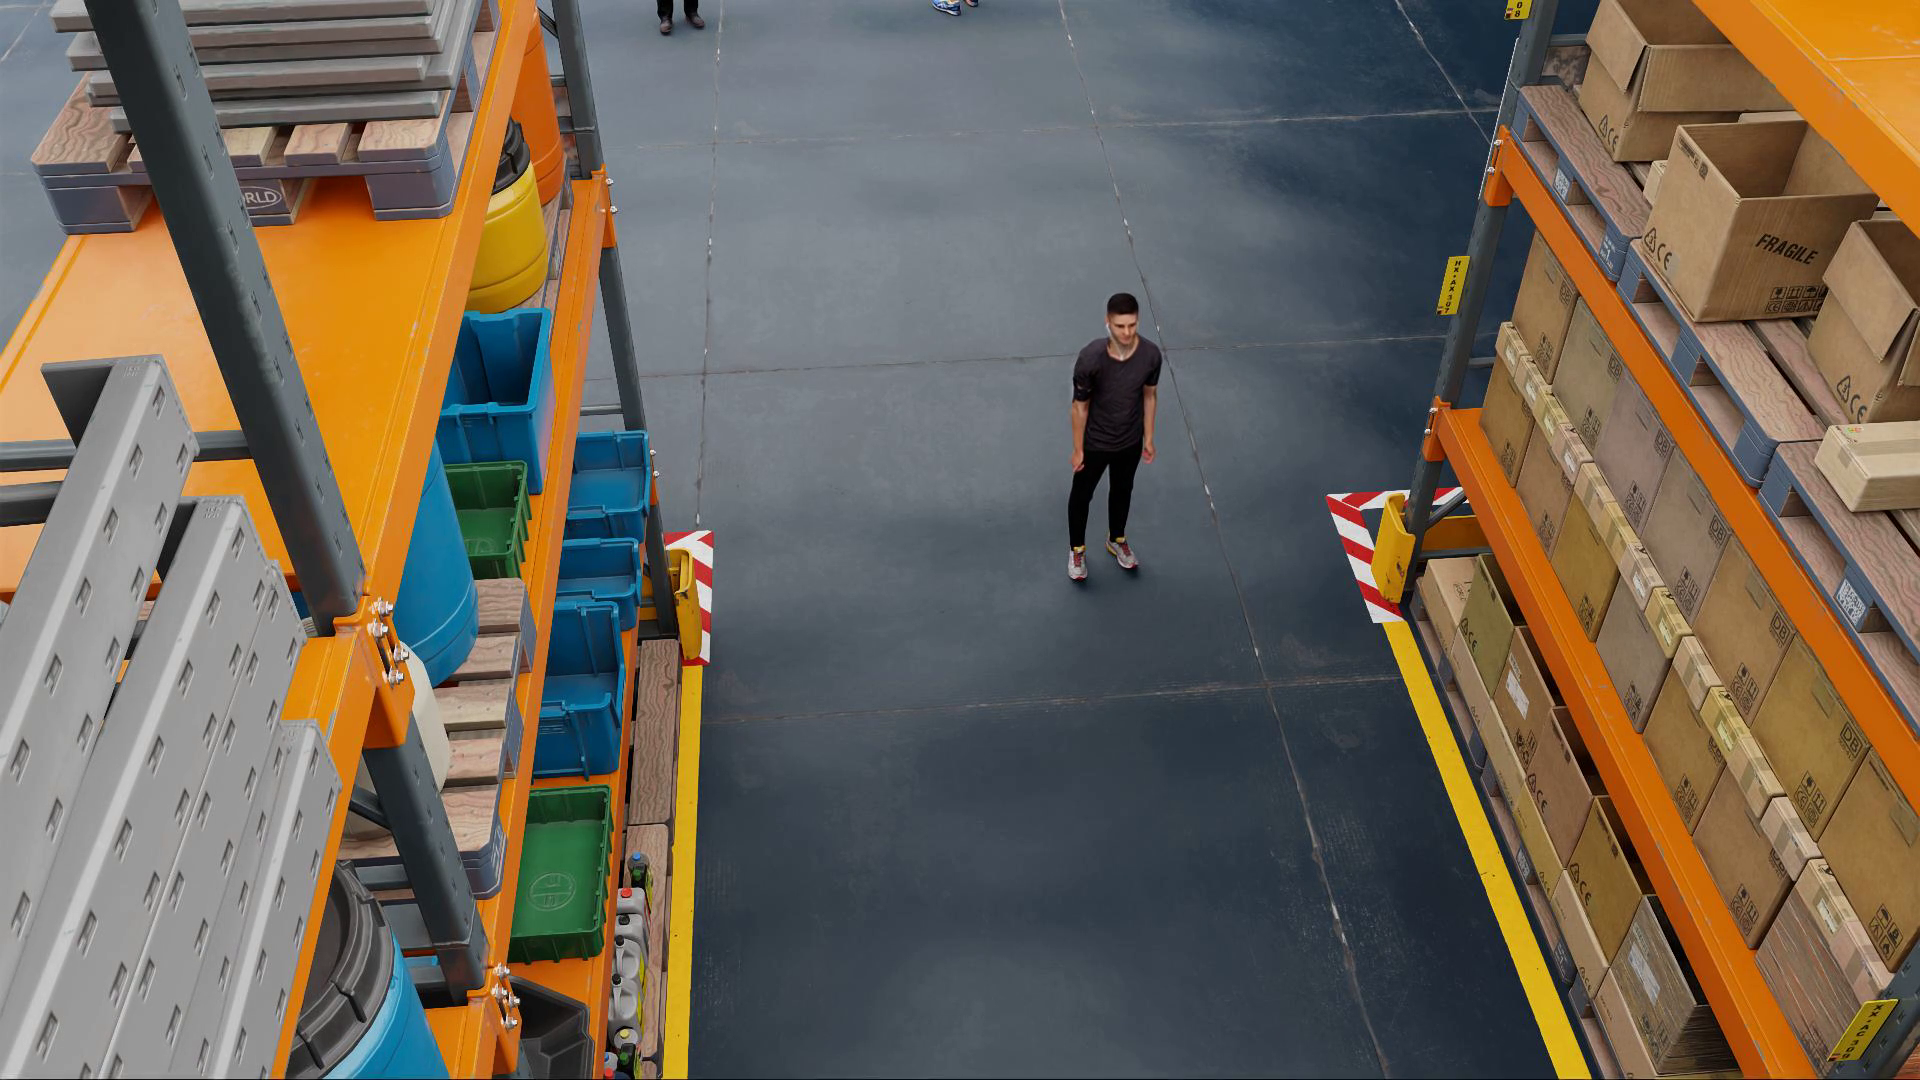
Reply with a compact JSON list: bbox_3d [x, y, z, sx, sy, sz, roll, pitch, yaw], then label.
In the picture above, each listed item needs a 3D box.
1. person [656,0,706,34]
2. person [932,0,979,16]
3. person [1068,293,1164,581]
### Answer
[{"bbox_3d":[-2.403,-5.166,13.862,0.697,1.817,0.646,-13,44,-14],"label":"person"},{"bbox_3d":[-0.018,-5.421,14.106,0.705,1.868,0.742,-32,51,-30],"label":"person"},{"bbox_3d":[0.804,-0.554,8.823,0.665,1.764,0.603,-10,43,-11],"label":"person"}]
